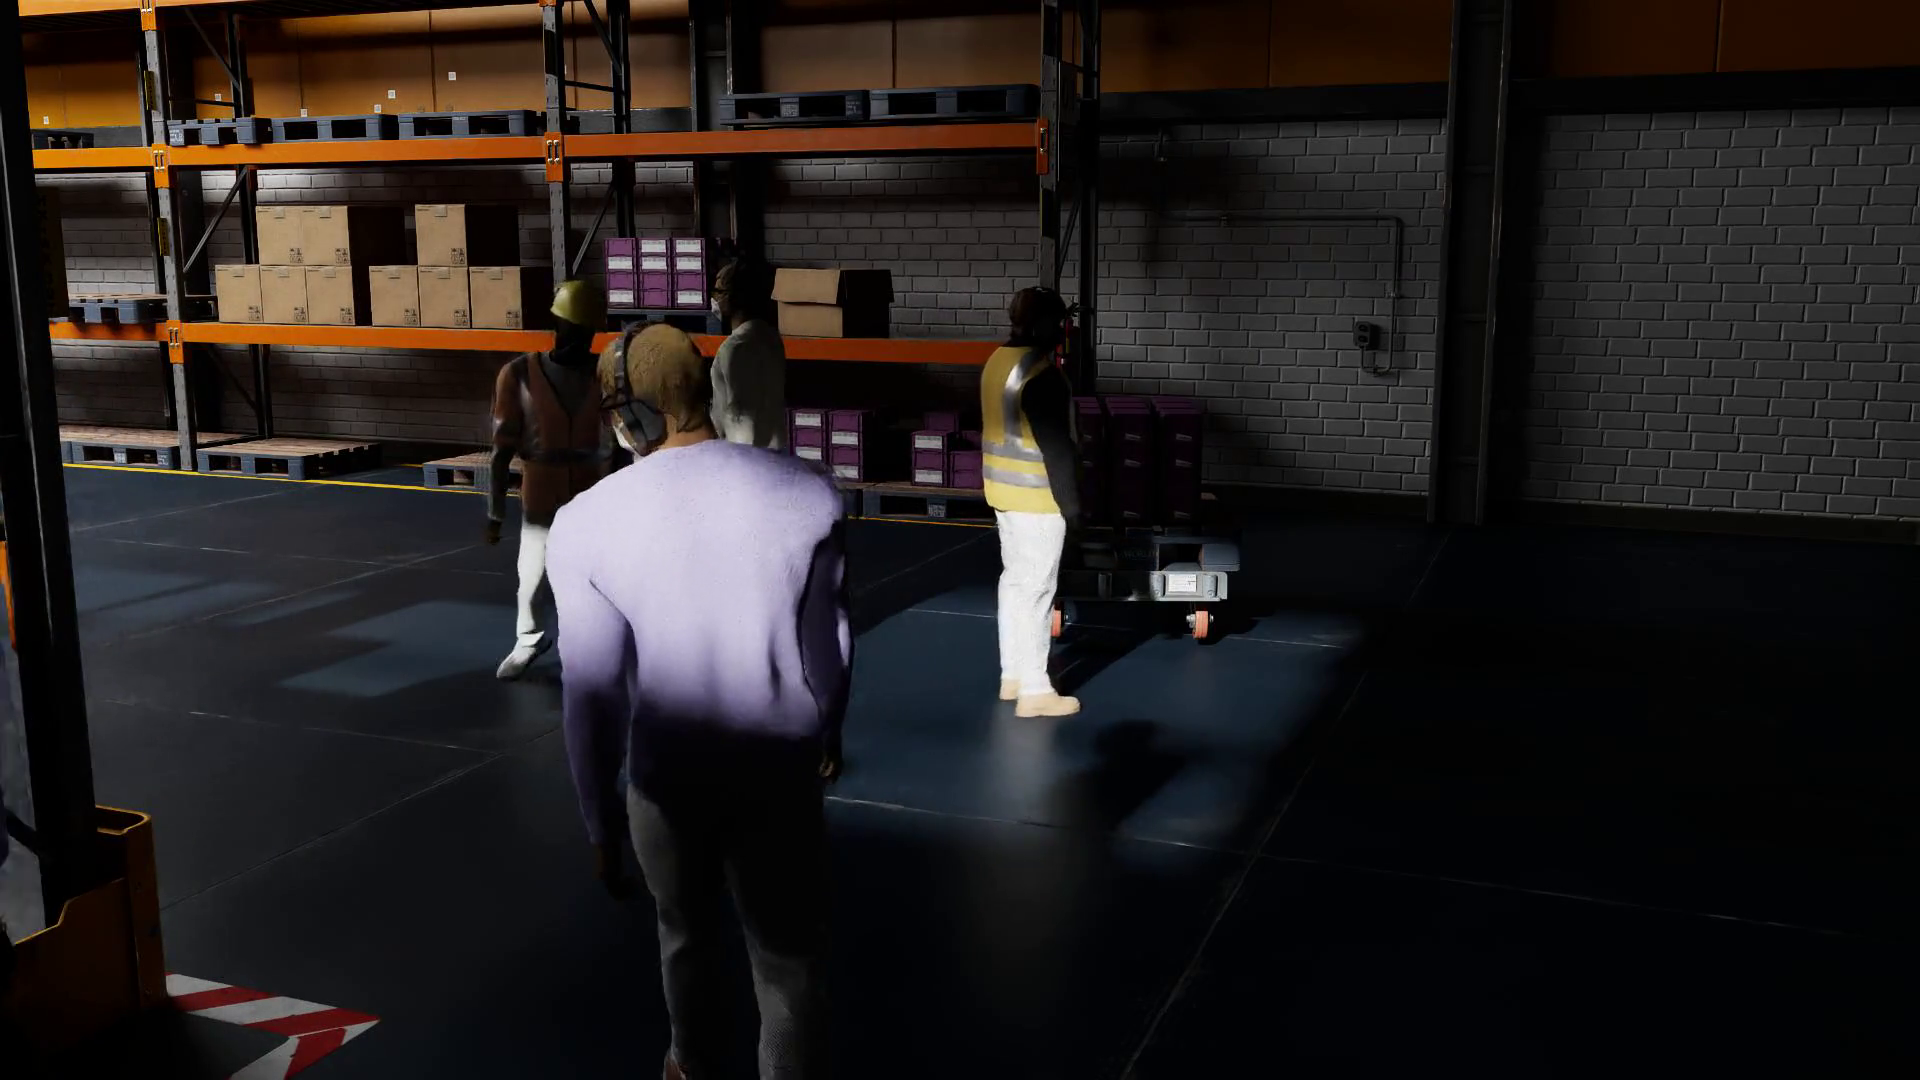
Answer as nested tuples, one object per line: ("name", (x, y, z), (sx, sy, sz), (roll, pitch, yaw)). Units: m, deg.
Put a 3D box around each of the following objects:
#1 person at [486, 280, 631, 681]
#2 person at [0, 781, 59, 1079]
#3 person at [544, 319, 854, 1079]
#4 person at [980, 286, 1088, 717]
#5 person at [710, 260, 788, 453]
("person", (-1.741, -0.199, 7.260), (0.646, 1.874, 0.885), (-3, 11, -18))
("person", (-1.958, 0.582, 2.826), (0.953, 1.895, 0.586), (-8, 13, -37))
("person", (-0.500, 0.489, 3.426), (0.654, 1.873, 1.045), (-3, 11, -16))
("person", (0.313, -0.161, 7.139), (0.428, 1.840, 0.644), (-3, 11, -18))
("person", (-0.983, -0.311, 7.680), (0.373, 1.940, 0.629), (1, 10, 6))
